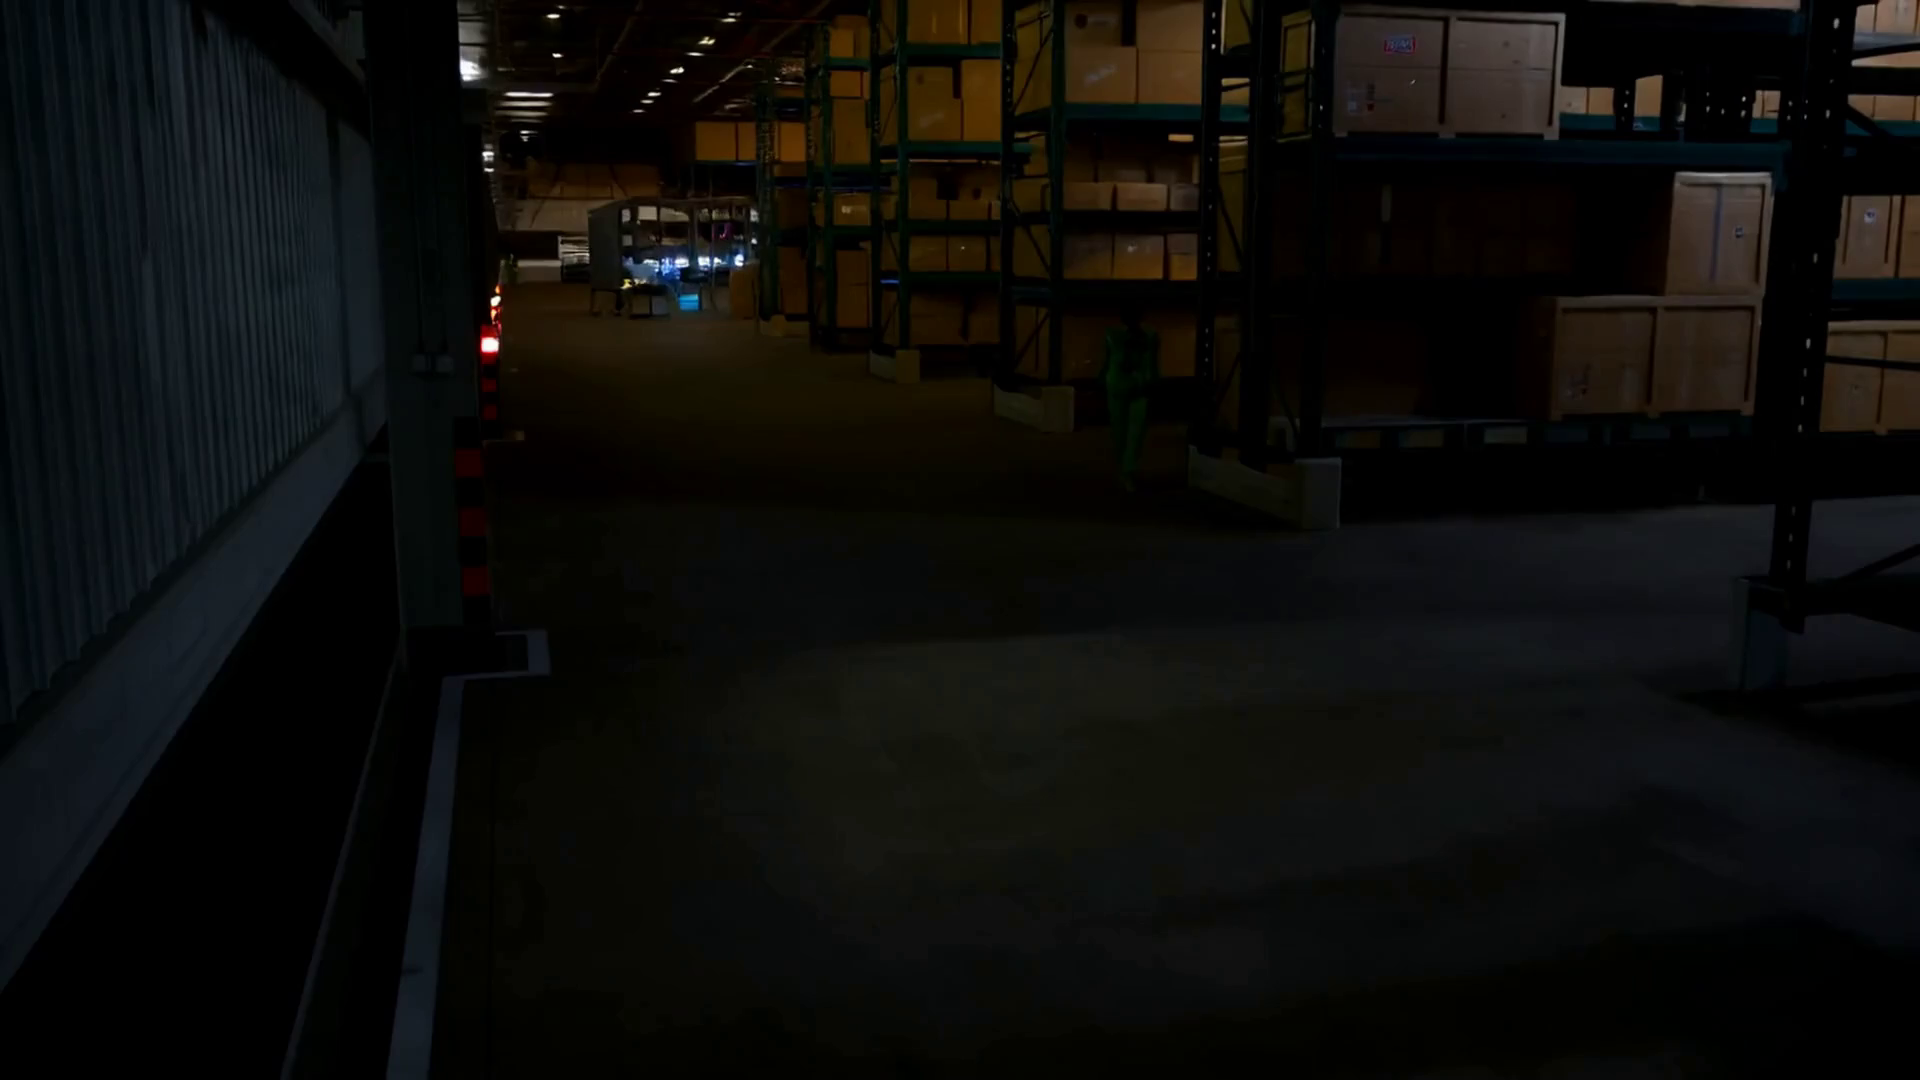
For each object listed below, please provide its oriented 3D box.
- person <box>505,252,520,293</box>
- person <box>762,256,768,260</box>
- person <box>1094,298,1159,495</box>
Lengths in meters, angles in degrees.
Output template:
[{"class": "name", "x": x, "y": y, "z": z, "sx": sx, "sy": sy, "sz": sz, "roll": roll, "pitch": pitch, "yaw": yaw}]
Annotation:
[{"class": "person", "x": -19.444, "y": -11.615, "z": 72.281, "sx": 0.597, "sy": 1.770, "sz": 0.941, "roll": -5, "pitch": 11, "yaw": -28}, {"class": "person", "x": -6.576, "y": -8.592, "z": 55.300, "sx": 0.748, "sy": 1.726, "sz": 0.573, "roll": 8, "pitch": 13, "yaw": 39}, {"class": "person", "x": 1.392, "y": -1.217, "z": 13.885, "sx": 0.528, "sy": 1.609, "sz": 0.795, "roll": 1, "pitch": 10, "yaw": 7}]
